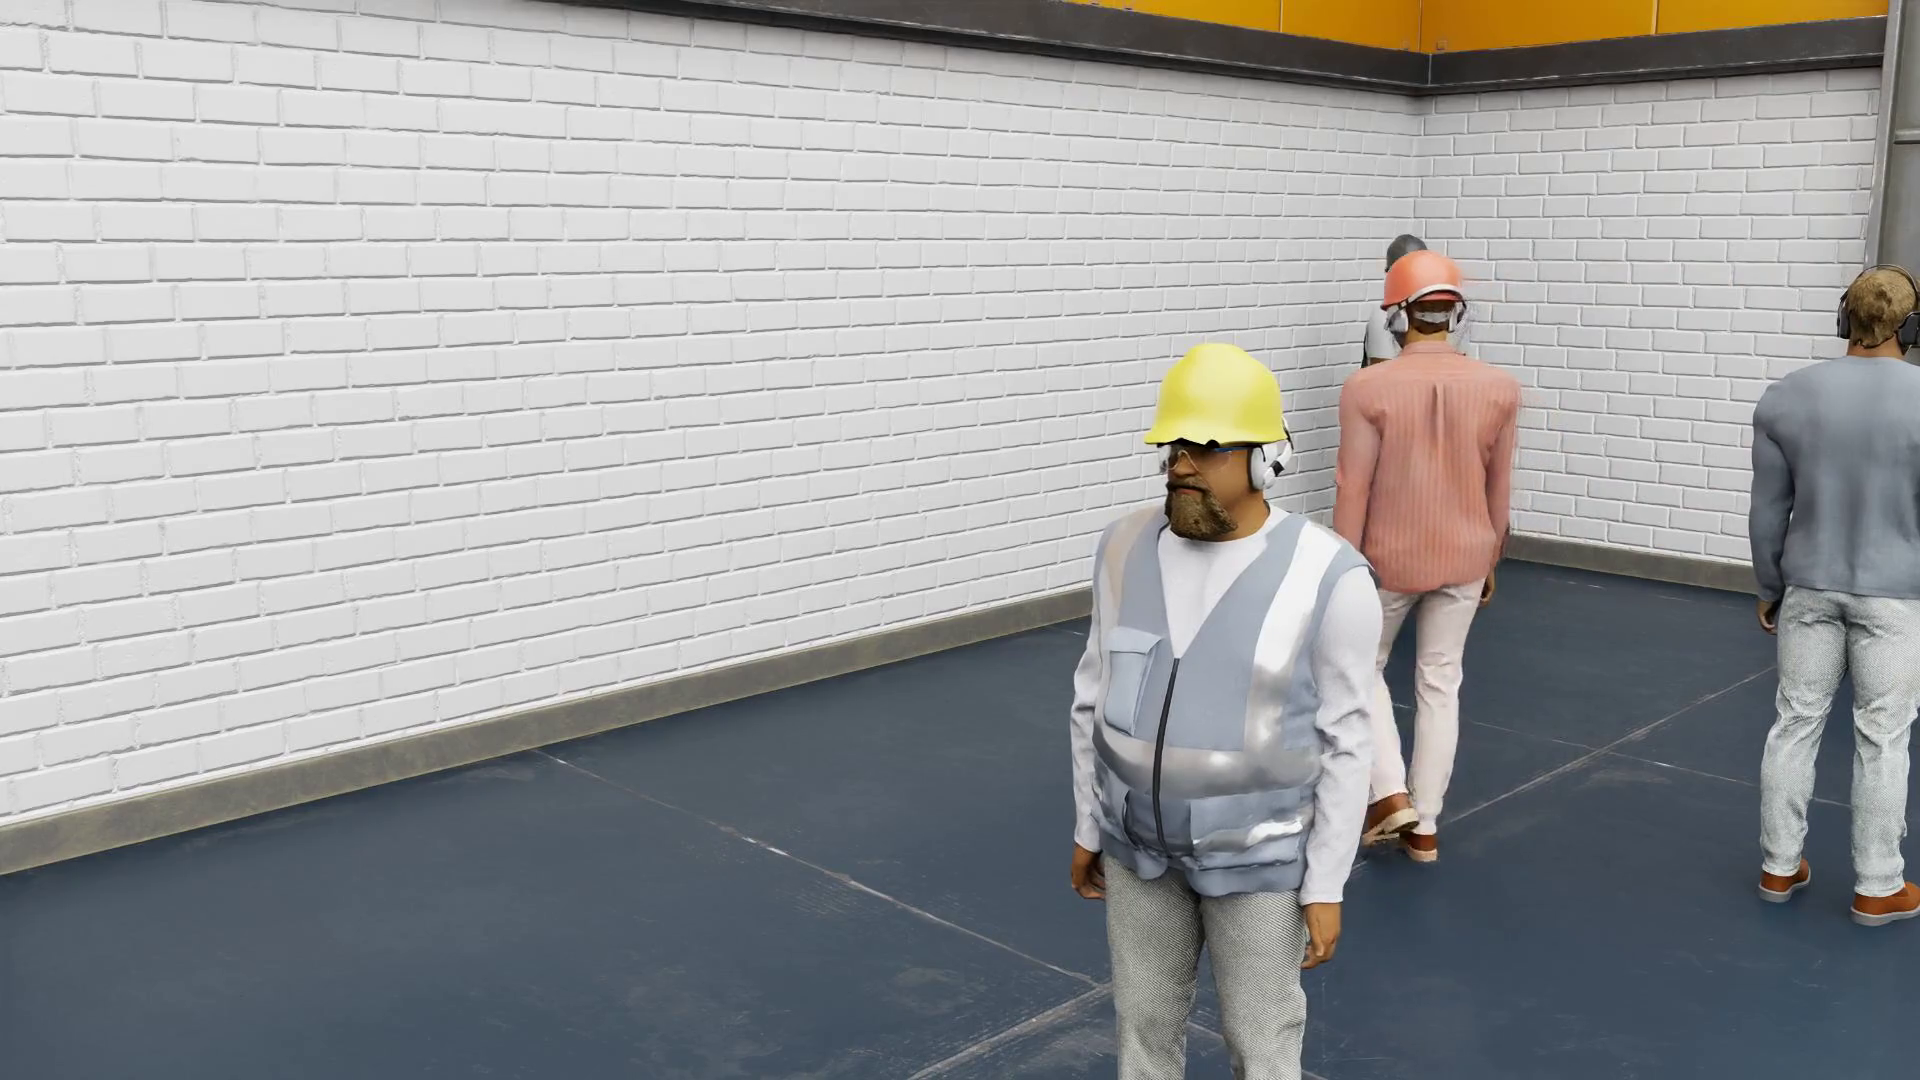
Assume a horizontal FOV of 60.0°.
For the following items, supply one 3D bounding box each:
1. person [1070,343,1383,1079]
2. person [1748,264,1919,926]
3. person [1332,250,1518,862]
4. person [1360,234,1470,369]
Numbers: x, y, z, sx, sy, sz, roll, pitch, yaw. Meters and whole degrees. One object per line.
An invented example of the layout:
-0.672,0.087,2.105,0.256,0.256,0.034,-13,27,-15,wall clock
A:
0.453,0.555,3.085,0.590,1.833,0.404,7,12,33,person
2.648,0.166,4.918,0.372,1.940,0.632,-10,14,-43,person
1.481,0.064,5.369,0.619,1.972,0.432,0,10,-3,person
2.530,-0.733,9.543,0.672,2.000,0.527,-6,12,-28,person
